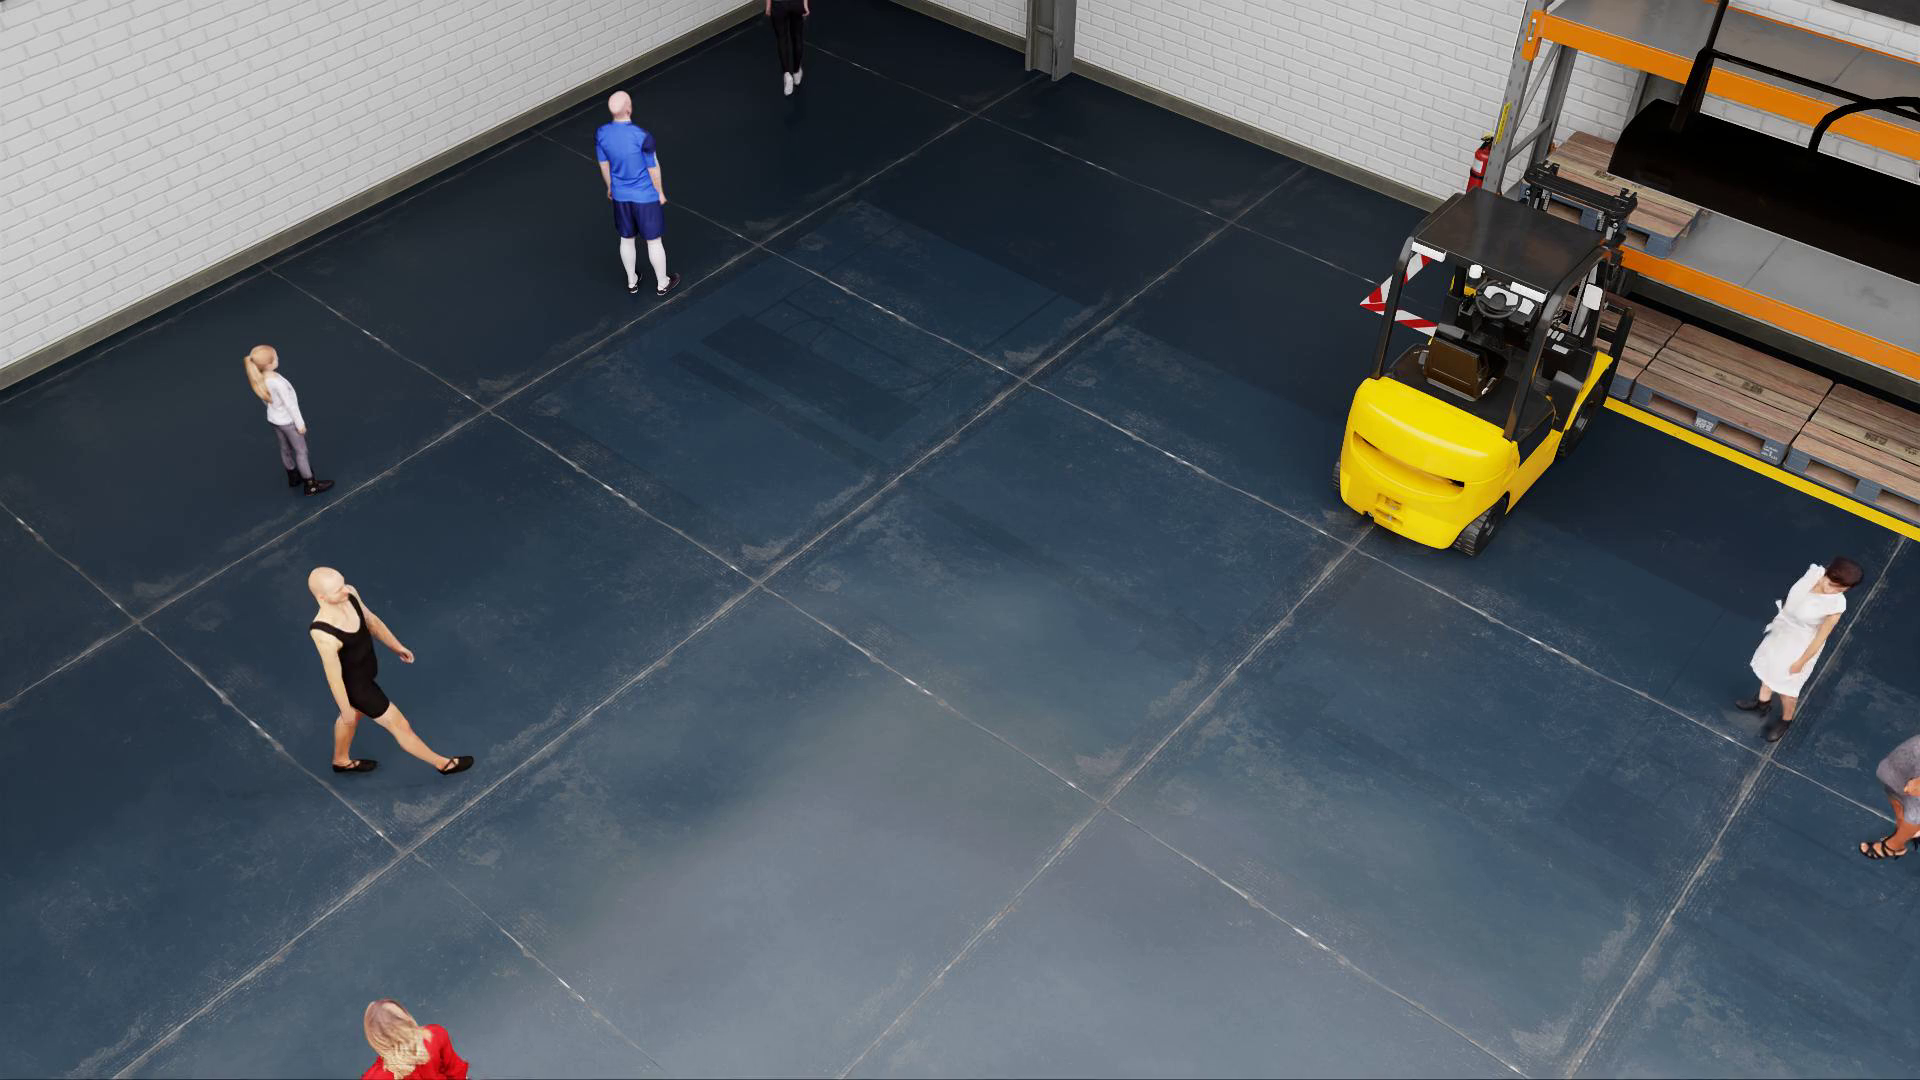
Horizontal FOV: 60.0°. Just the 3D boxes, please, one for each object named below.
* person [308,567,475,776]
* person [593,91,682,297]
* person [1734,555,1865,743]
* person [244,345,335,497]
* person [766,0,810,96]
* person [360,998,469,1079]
[{"bbox_3d":[-3.639,0.824,9.835,1.203,1.762,1.139,-3,44,-3],"label":"person"},{"bbox_3d":[-2.663,-2.831,13.615,0.678,1.841,0.813,9,44,9],"label":"person"},{"bbox_3d":[5.141,0.591,10.255,0.758,1.520,0.707,9,44,10],"label":"person"},{"bbox_3d":[-4.867,-0.870,11.965,0.439,1.278,0.563,26,49,25],"label":"person"},{"bbox_3d":[-1.675,-5.130,16.112,0.980,1.726,1.034,-3,44,-3],"label":"person"},{"bbox_3d":[-2.453,2.778,7.862,1.094,1.656,0.654,27,50,26],"label":"person"}]
